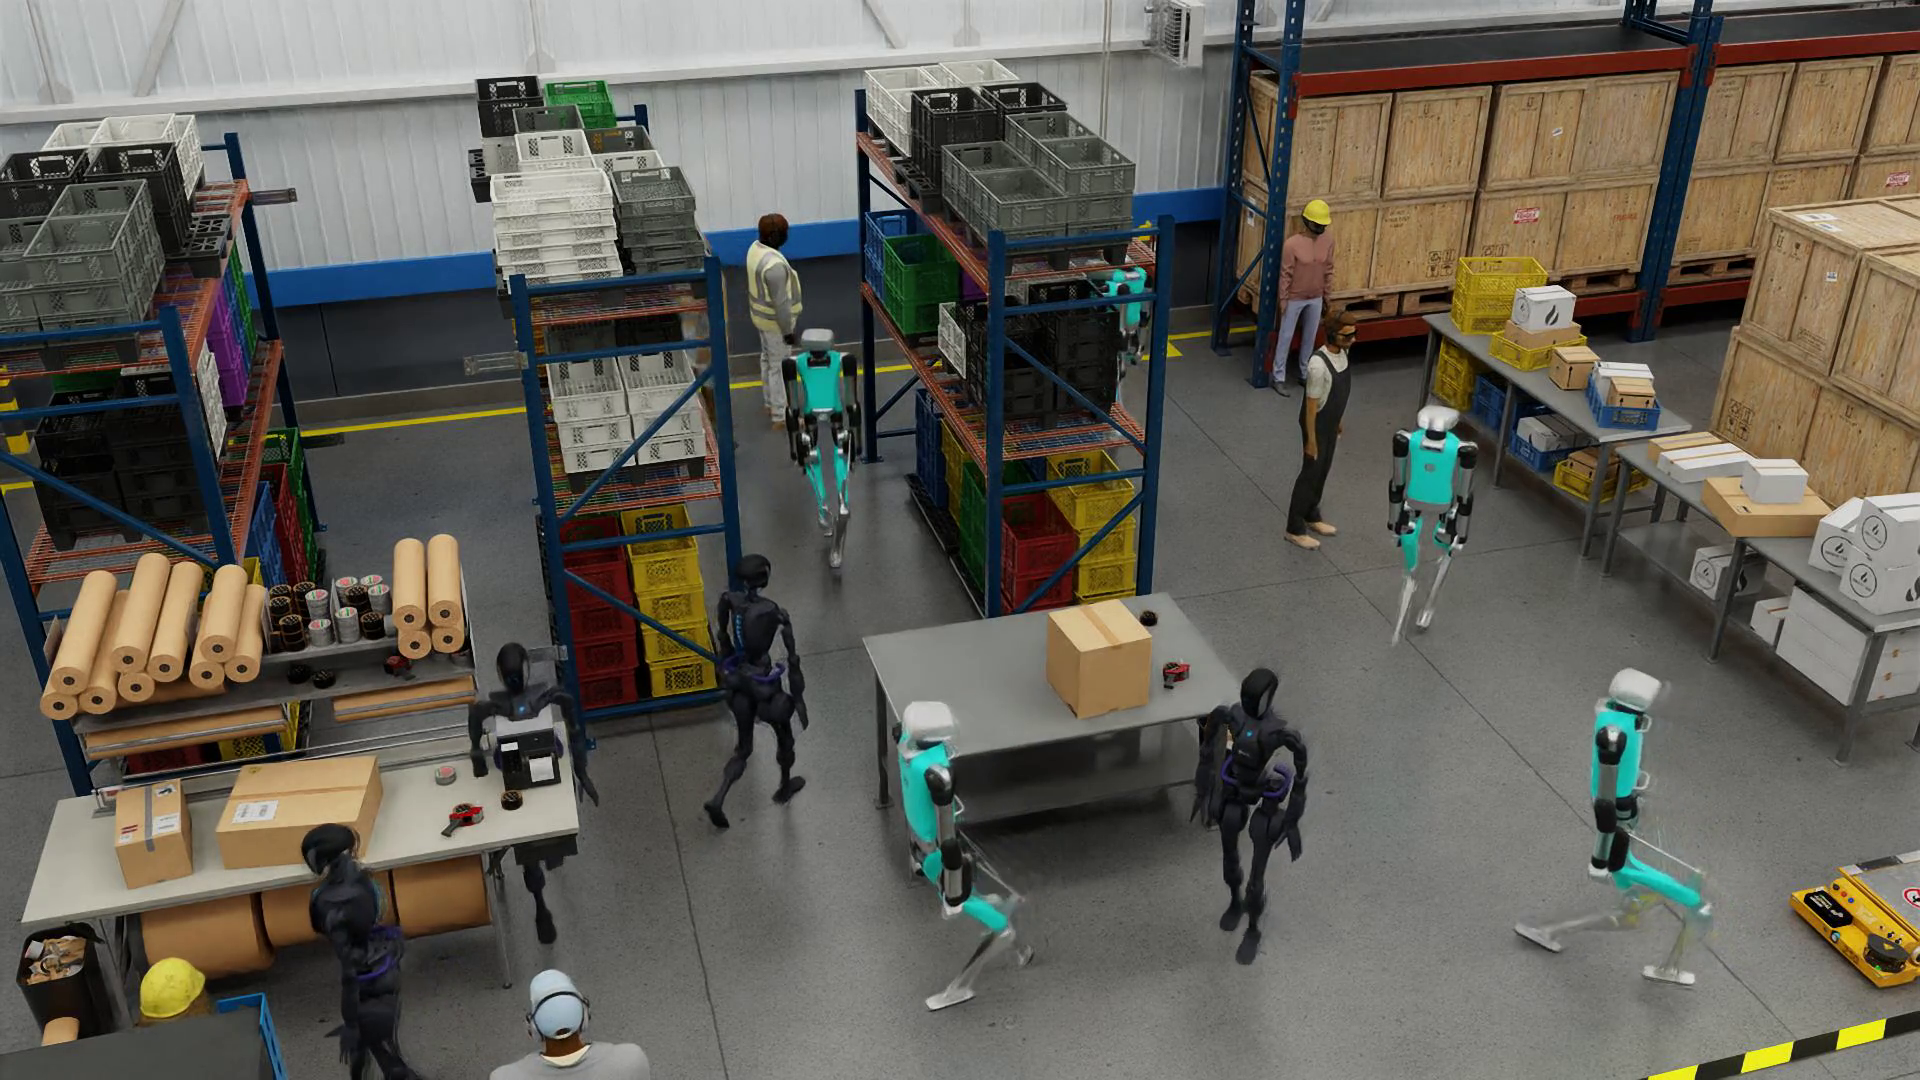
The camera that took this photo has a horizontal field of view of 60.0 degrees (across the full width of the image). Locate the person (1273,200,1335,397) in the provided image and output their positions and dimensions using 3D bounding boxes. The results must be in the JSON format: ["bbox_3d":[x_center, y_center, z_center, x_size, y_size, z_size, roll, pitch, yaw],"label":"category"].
[{"bbox_3d":[3.002,-2.101,14.440,0.523,1.761,0.336,-11,31,-19],"label":"person"}]

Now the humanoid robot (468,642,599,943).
[{"bbox_3d":[-2.197,1.215,8.547,0.614,1.653,0.750,-11,31,-19],"label":"humanoid robot"}]

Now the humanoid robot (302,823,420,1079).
[{"bbox_3d":[-2.609,1.936,7.214,0.617,1.642,0.594,-8,30,-14],"label":"humanoid robot"}]

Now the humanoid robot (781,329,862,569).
[{"bbox_3d":[-0.948,-0.571,11.697,0.549,1.736,1.035,-3,29,-5],"label":"humanoid robot"}]

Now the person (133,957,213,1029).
[{"bbox_3d":[-2.884,2.310,6.426,0.493,1.741,0.305,-2,29,-4],"label":"person"}]

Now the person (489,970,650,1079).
[{"bbox_3d":[-1.407,2.353,6.236,0.590,1.852,0.371,-8,30,-15],"label":"person"}]

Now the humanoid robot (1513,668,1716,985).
[{"bbox_3d":[3.340,1.468,8.026,1.074,1.751,0.540,15,32,25],"label":"humanoid robot"}]

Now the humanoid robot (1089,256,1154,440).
[{"bbox_3d":[1.201,-1.625,13.557,0.535,1.739,0.715,-13,31,-22],"label":"humanoid robot"}]

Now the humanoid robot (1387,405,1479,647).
[{"bbox_3d":[3.097,-0.134,10.911,0.543,1.799,0.785,13,32,23],"label":"humanoid robot"}]

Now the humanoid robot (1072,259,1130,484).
[{"bbox_3d":[1.095,-1.236,12.861,0.548,1.739,0.820,-6,29,-10],"label":"humanoid robot"}]

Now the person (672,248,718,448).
[{"bbox_3d":[-2.088,-1.519,13.234,0.502,1.893,0.580,11,31,19],"label":"person"}]

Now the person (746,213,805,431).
[{"bbox_3d":[-1.528,-1.829,13.864,0.428,1.839,0.622,-10,30,-17],"label":"person"}]

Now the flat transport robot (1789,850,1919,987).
[{"bbox_3d":[5.163,1.916,8.676,1.431,0.231,0.659,-8,30,-14],"label":"flat transport robot"}]

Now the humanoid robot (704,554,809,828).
[{"bbox_3d":[-1.151,0.841,9.199,0.594,1.636,0.681,17,33,28],"label":"humanoid robot"}]

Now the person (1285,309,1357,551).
[{"bbox_3d":[2.620,-0.805,12.005,0.337,1.839,0.506,18,34,29],"label":"person"}]

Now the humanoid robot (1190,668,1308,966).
[{"bbox_3d":[1.424,1.335,8.269,0.609,1.642,0.496,16,33,26],"label":"humanoid robot"}]

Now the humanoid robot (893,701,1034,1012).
[{"bbox_3d":[0.120,1.523,7.946,0.822,1.862,0.550,-12,31,-20],"label":"humanoid robot"}]
